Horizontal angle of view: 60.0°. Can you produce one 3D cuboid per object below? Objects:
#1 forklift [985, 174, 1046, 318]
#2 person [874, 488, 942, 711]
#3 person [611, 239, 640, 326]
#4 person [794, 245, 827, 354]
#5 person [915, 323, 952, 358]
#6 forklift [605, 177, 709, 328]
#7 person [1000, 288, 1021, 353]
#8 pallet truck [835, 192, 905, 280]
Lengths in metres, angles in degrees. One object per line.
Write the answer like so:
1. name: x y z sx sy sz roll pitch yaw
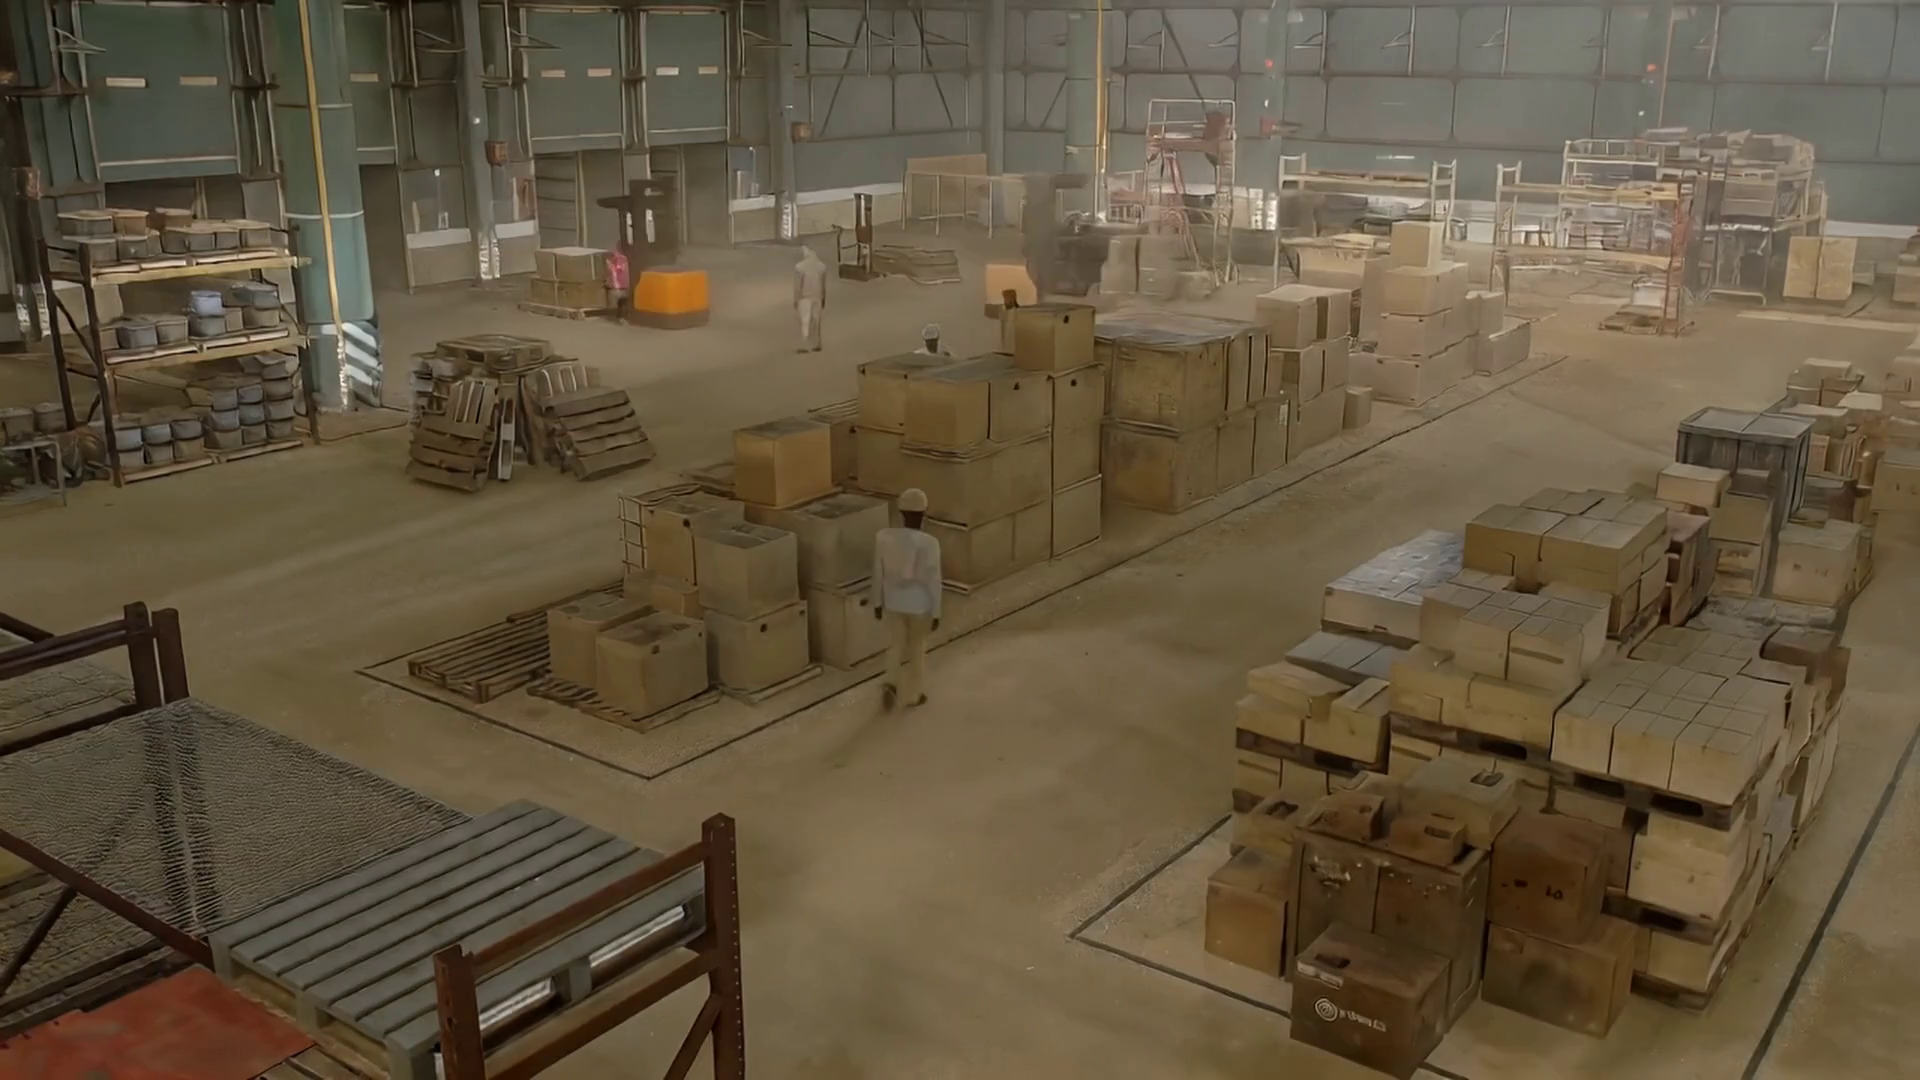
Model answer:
1. forklift: 1.485 -5.882 33.252 1.873 2.768 1.129 2 17 8
2. person: -0.426 0.508 13.730 0.615 1.913 0.449 8 19 25
3. person: -6.551 -5.017 32.416 0.361 1.686 0.549 10 19 29
4. person: -2.659 -4.275 29.567 0.634 1.928 0.391 -10 20 -31
5. person: -0.367 -1.836 21.458 0.543 1.939 0.361 7 18 22
6. forklift: -5.963 -5.667 32.540 1.873 2.768 1.129 12 21 35
7. person: 0.757 -2.748 24.480 0.355 1.936 0.635 -8 18 -24
8. pallet truck: -1.936 -7.159 38.982 1.885 1.965 0.823 -12 21 -34
